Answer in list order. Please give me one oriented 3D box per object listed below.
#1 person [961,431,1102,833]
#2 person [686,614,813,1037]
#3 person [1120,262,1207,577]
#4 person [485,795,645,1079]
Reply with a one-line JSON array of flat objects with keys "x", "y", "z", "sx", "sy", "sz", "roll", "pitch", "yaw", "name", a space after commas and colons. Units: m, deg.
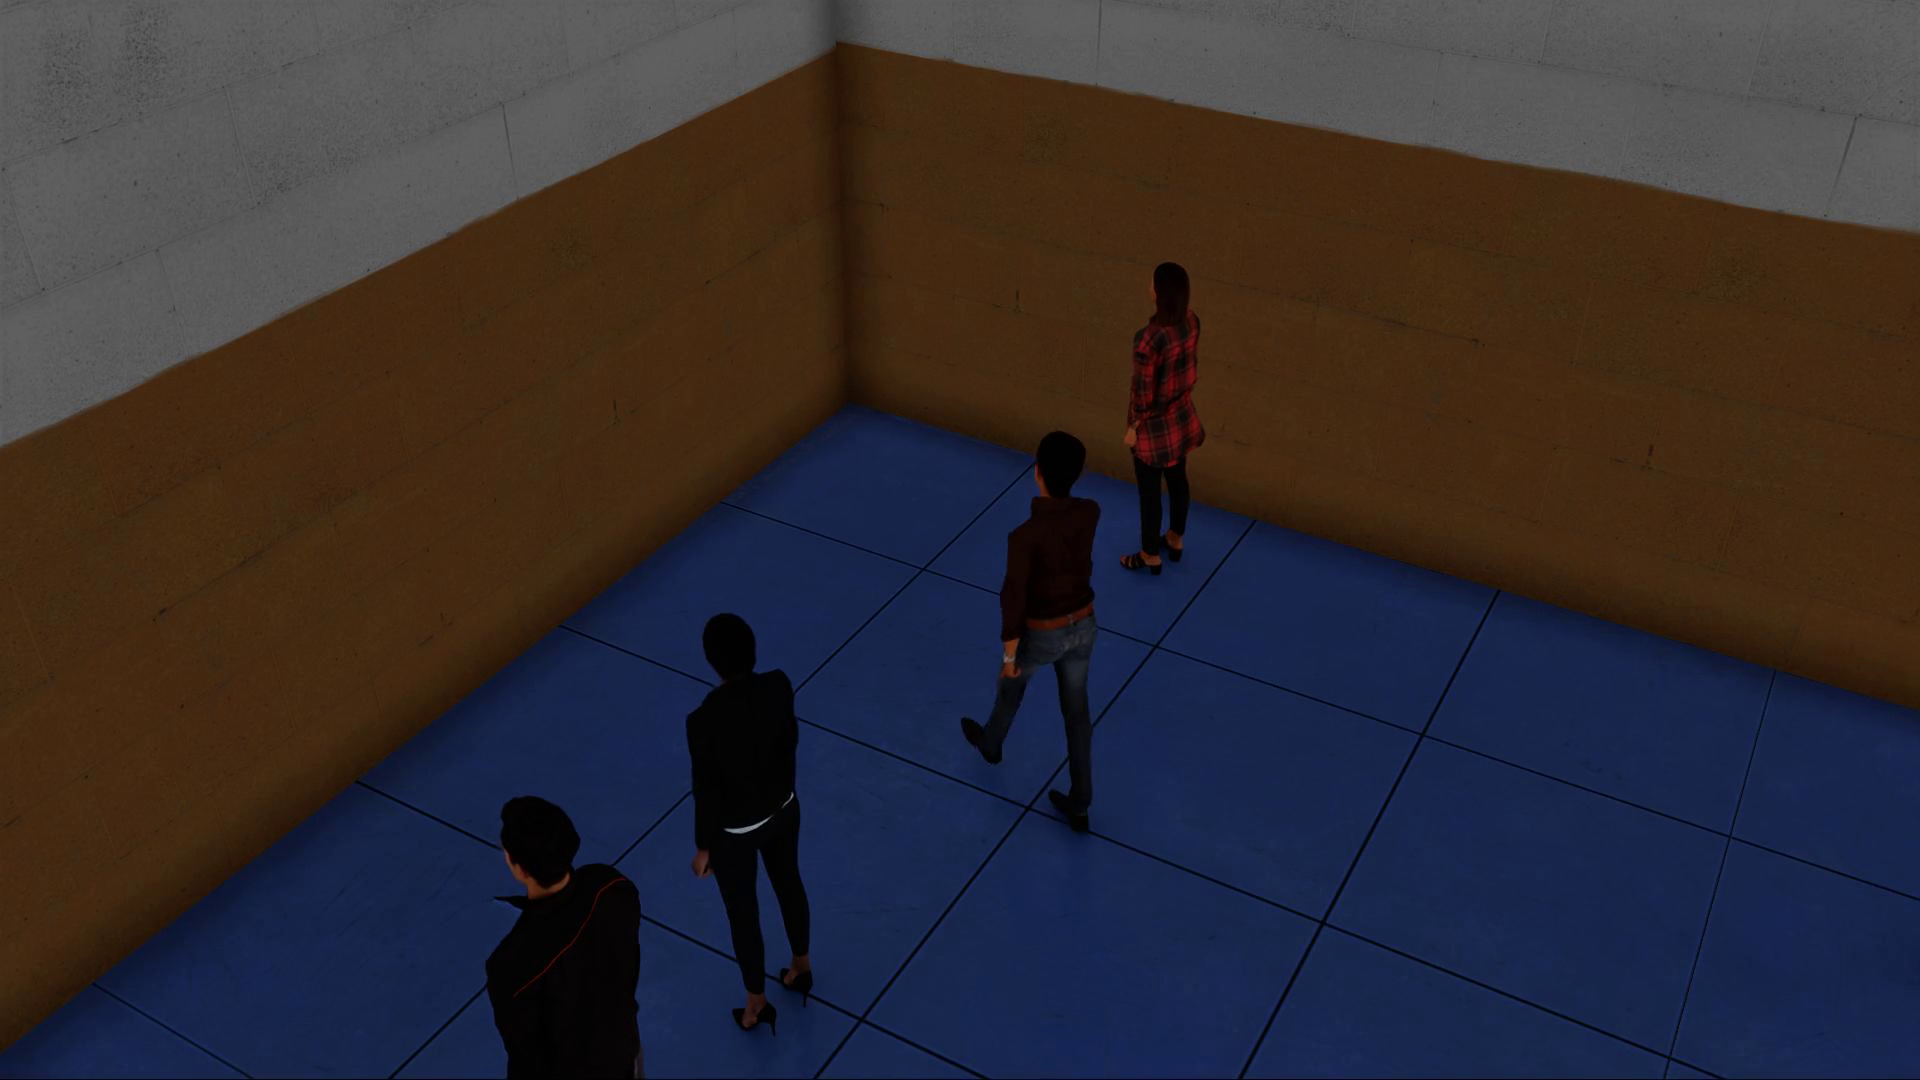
[{"x": 0.446, "y": 0.436, "z": 6.739, "sx": 1.089, "sy": 1.729, "sz": 1.006, "roll": -20, "pitch": 39, "yaw": -28, "name": "person"}, {"x": -0.717, "y": 1.009, "z": 5.781, "sx": 0.558, "sy": 1.836, "sz": 0.718, "roll": -27, "pitch": 42, "yaw": -34, "name": "person"}, {"x": 1.009, "y": -0.596, "z": 8.315, "sx": 0.728, "sy": 1.702, "sz": 0.577, "roll": 29, "pitch": 43, "yaw": 36, "name": "person"}, {"x": -1.119, "y": 1.518, "z": 4.917, "sx": 0.769, "sy": 1.946, "sz": 0.533, "roll": 16, "pitch": 37, "yaw": 22, "name": "person"}]
